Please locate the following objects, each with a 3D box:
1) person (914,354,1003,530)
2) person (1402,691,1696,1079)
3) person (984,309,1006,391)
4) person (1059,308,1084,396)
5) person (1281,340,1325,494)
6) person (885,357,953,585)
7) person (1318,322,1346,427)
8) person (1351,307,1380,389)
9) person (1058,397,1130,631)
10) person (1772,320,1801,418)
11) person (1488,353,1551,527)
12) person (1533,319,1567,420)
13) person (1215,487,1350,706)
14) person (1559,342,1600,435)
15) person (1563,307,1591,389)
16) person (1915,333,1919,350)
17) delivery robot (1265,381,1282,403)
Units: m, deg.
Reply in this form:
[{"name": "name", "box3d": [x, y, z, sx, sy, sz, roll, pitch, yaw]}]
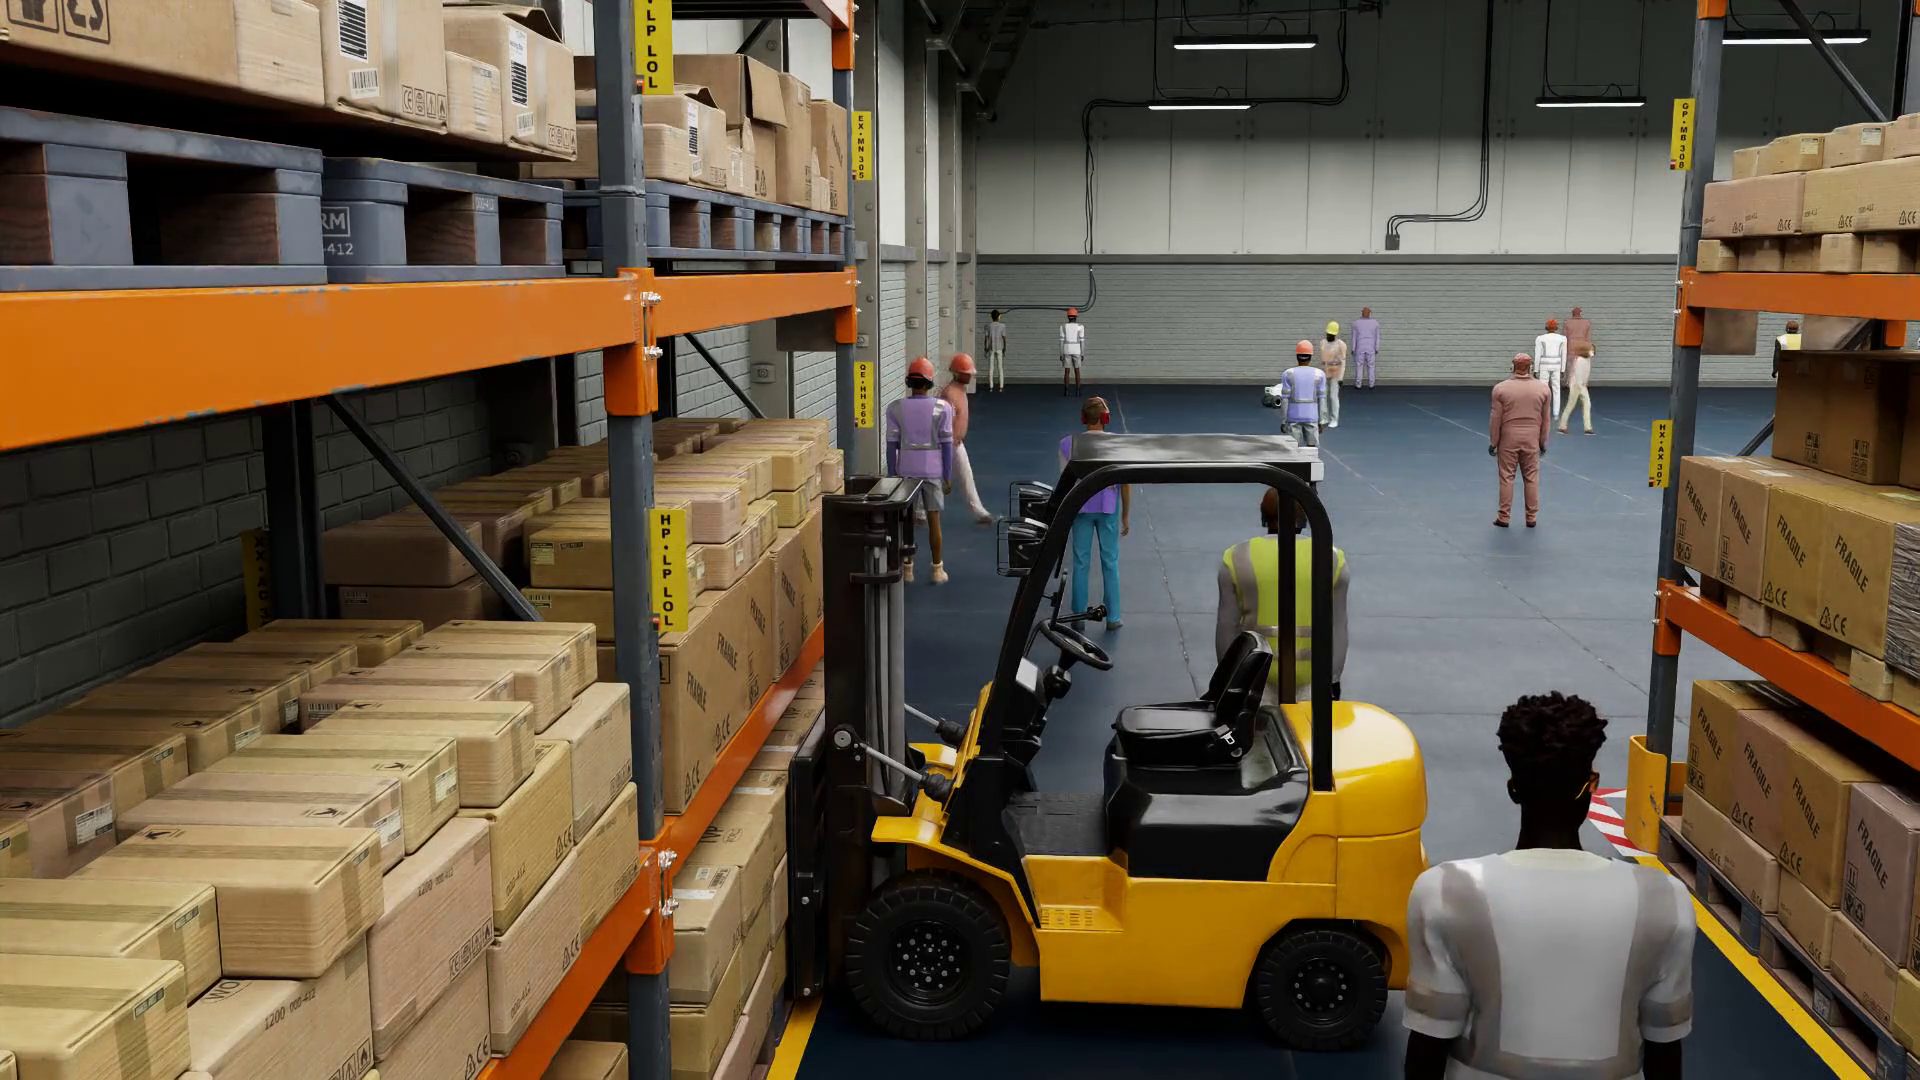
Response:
[{"name": "person", "box3d": [-0.072, -1.039, 17.898, 1.092, 1.916, 0.624, 3, 10, 19]}, {"name": "person", "box3d": [1.252, 1.296, 3.621, 0.608, 1.963, 0.370, 1, 9, 5]}, {"name": "person", "box3d": [0.797, -4.319, 37.928, 0.513, 1.872, 0.331, 1, 9, 5]}, {"name": "person", "box3d": [2.445, -4.105, 36.441, 0.547, 1.934, 0.376, 1, 9, 5]}, {"name": "person", "box3d": [4.267, -1.519, 20.758, 0.547, 1.938, 0.379, 1, 9, 5]}, {"name": "person", "box3d": [-0.362, -0.612, 14.942, 0.609, 2.044, 0.397, 1, 9, 5]}, {"name": "person", "box3d": [6.564, -2.914, 29.370, 0.602, 1.880, 0.582, 9, 13, 44]}, {"name": "person", "box3d": [9.377, -4.435, 38.525, 0.642, 1.909, 0.399, 1, 9, 5]}, {"name": "person", "box3d": [1.048, -0.197, 13.033, 0.564, 1.842, 0.392, 1, 9, 5]}, {"name": "person", "box3d": [15.549, -3.193, 31.193, 0.623, 1.844, 0.430, 1, 9, 5]}, {"name": "person", "box3d": [6.111, -1.085, 18.223, 0.642, 1.909, 0.399, 1, 9, 5]}, {"name": "person", "box3d": [10.966, -3.170, 30.934, 0.574, 1.882, 0.358, 1, 9, 5]}, {"name": "person", "box3d": [1.530, 0.641, 7.969, 0.623, 1.841, 0.430, 1, 9, 5]}, {"name": "person", "box3d": [10.477, -2.543, 28.027, 0.790, 1.571, 0.513, 9, 13, 44]}, {"name": "person", "box3d": [14.254, -4.436, 38.538, 0.642, 1.905, 0.399, 1, 9, 5]}, {"name": "person", "box3d": [21.834, -4.143, 37.718, 0.849, 1.575, 0.565, -4, 10, -25]}, {"name": "delivery robot", "box3d": [6.512, -2.980, 33.505, 0.707, 0.478, 0.477, -3, 10, -17]}]
